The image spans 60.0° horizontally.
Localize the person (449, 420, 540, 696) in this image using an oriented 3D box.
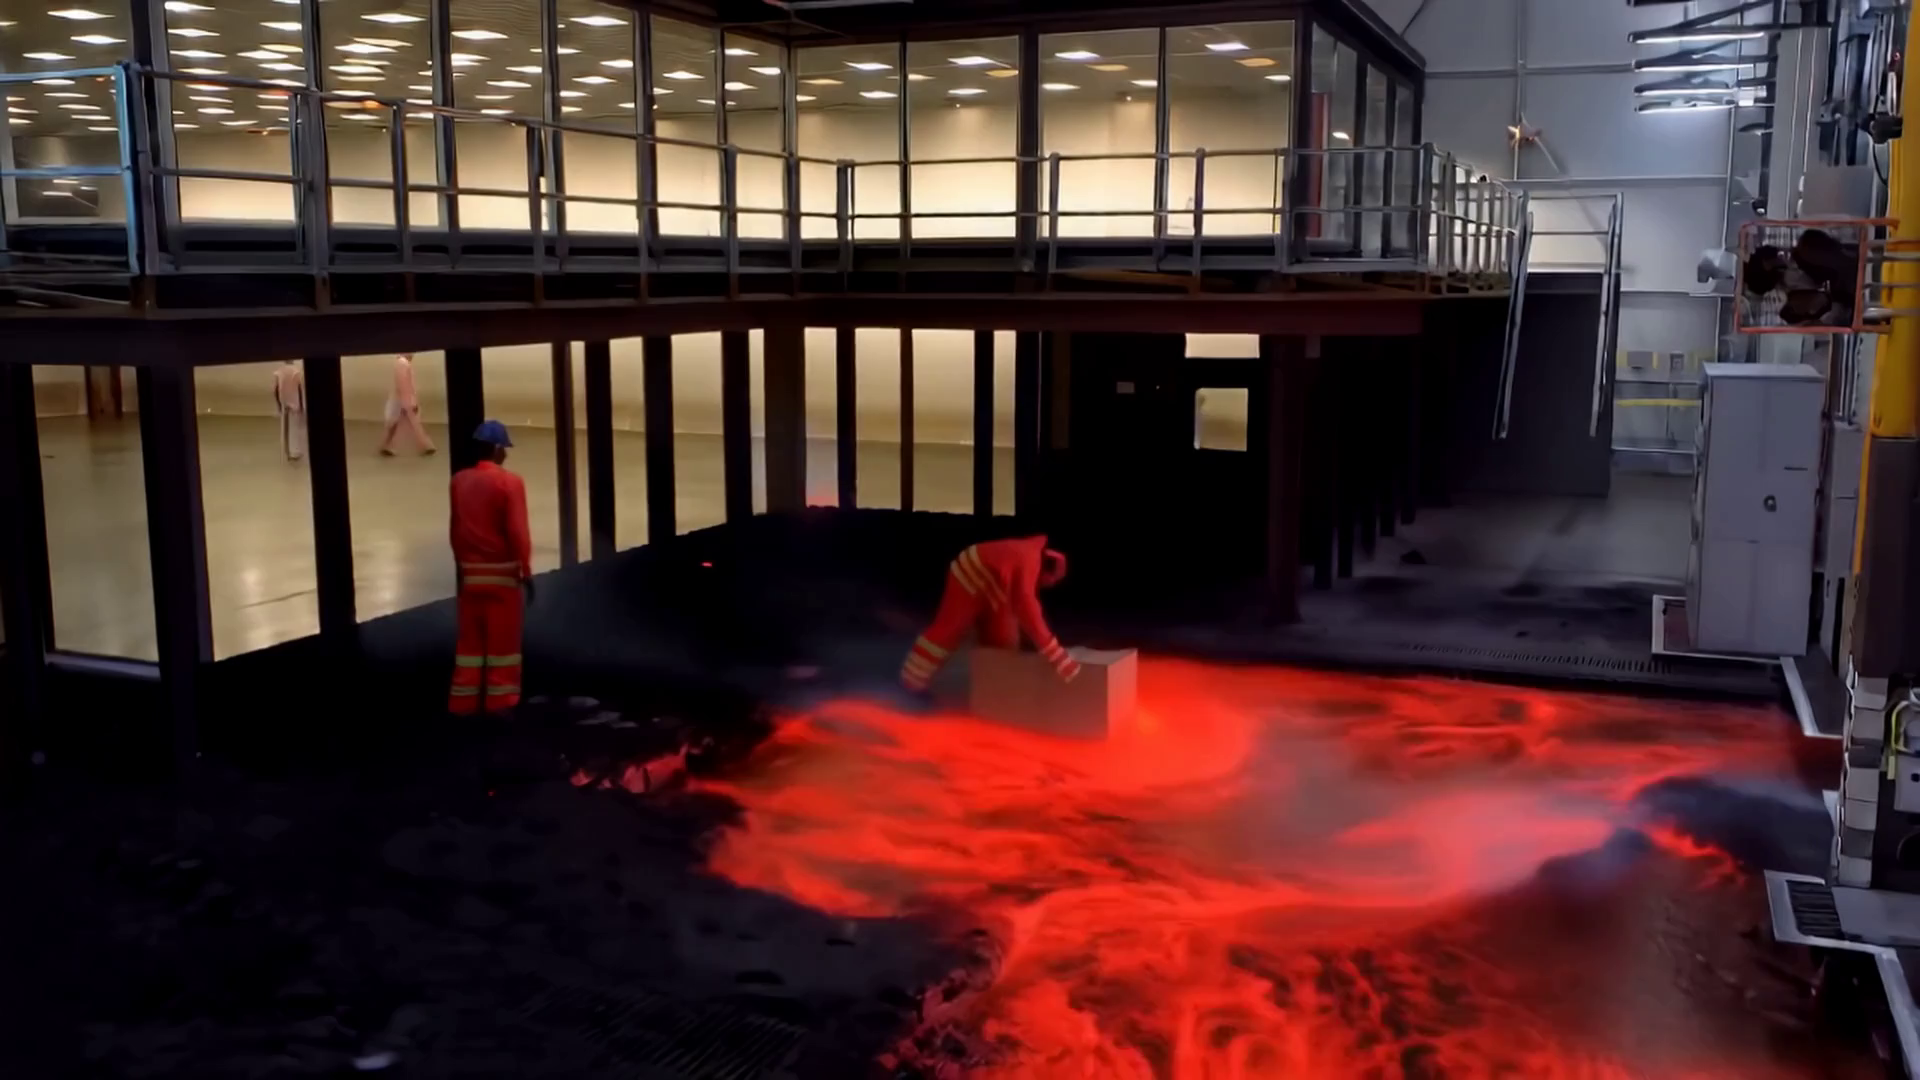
[{"bbox_3d":[-3.360,0.134,11.996,0.613,1.985,0.402,2,10,14],"label":"person"}]
